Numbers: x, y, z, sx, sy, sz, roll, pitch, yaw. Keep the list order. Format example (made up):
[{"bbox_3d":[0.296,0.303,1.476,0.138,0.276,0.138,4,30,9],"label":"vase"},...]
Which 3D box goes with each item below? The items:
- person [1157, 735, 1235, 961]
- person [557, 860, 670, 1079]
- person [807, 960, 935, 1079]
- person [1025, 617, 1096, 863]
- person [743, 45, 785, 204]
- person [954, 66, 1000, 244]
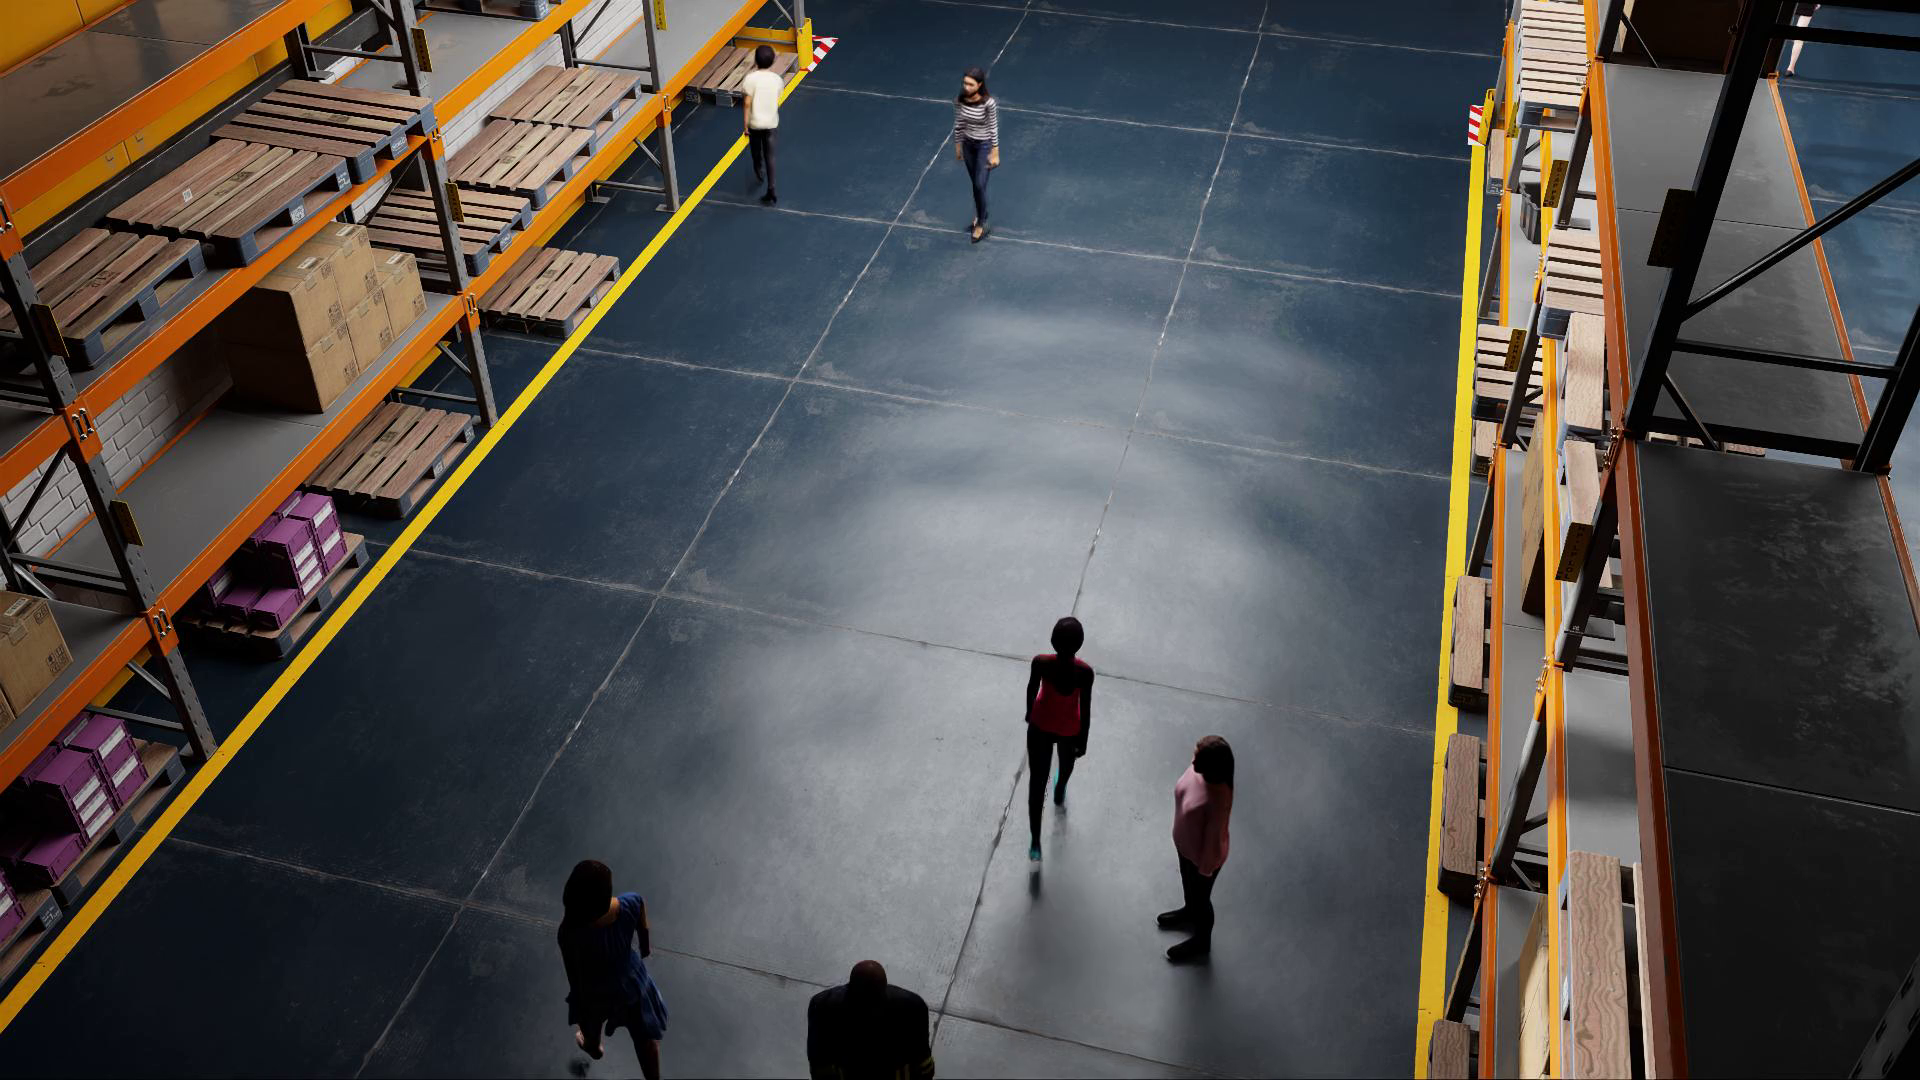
[{"bbox_3d":[1.373,1.705,9.375,0.741,1.685,0.624,-7,39,-9],"label":"person"},{"bbox_3d":[-1.726,2.357,8.486,1.006,1.777,1.038,-24,44,-27],"label":"person"},{"bbox_3d":[-0.430,2.575,8.189,0.857,1.807,0.843,9,39,11],"label":"person"},{"bbox_3d":[0.559,1.206,9.993,0.653,1.694,1.133,5,39,6],"label":"person"},{"bbox_3d":[-1.992,-4.165,16.835,0.868,1.550,0.987,-17,42,-20],"label":"person"},{"bbox_3d":[0.193,-3.786,16.186,0.706,1.766,0.786,22,43,25],"label":"person"}]
